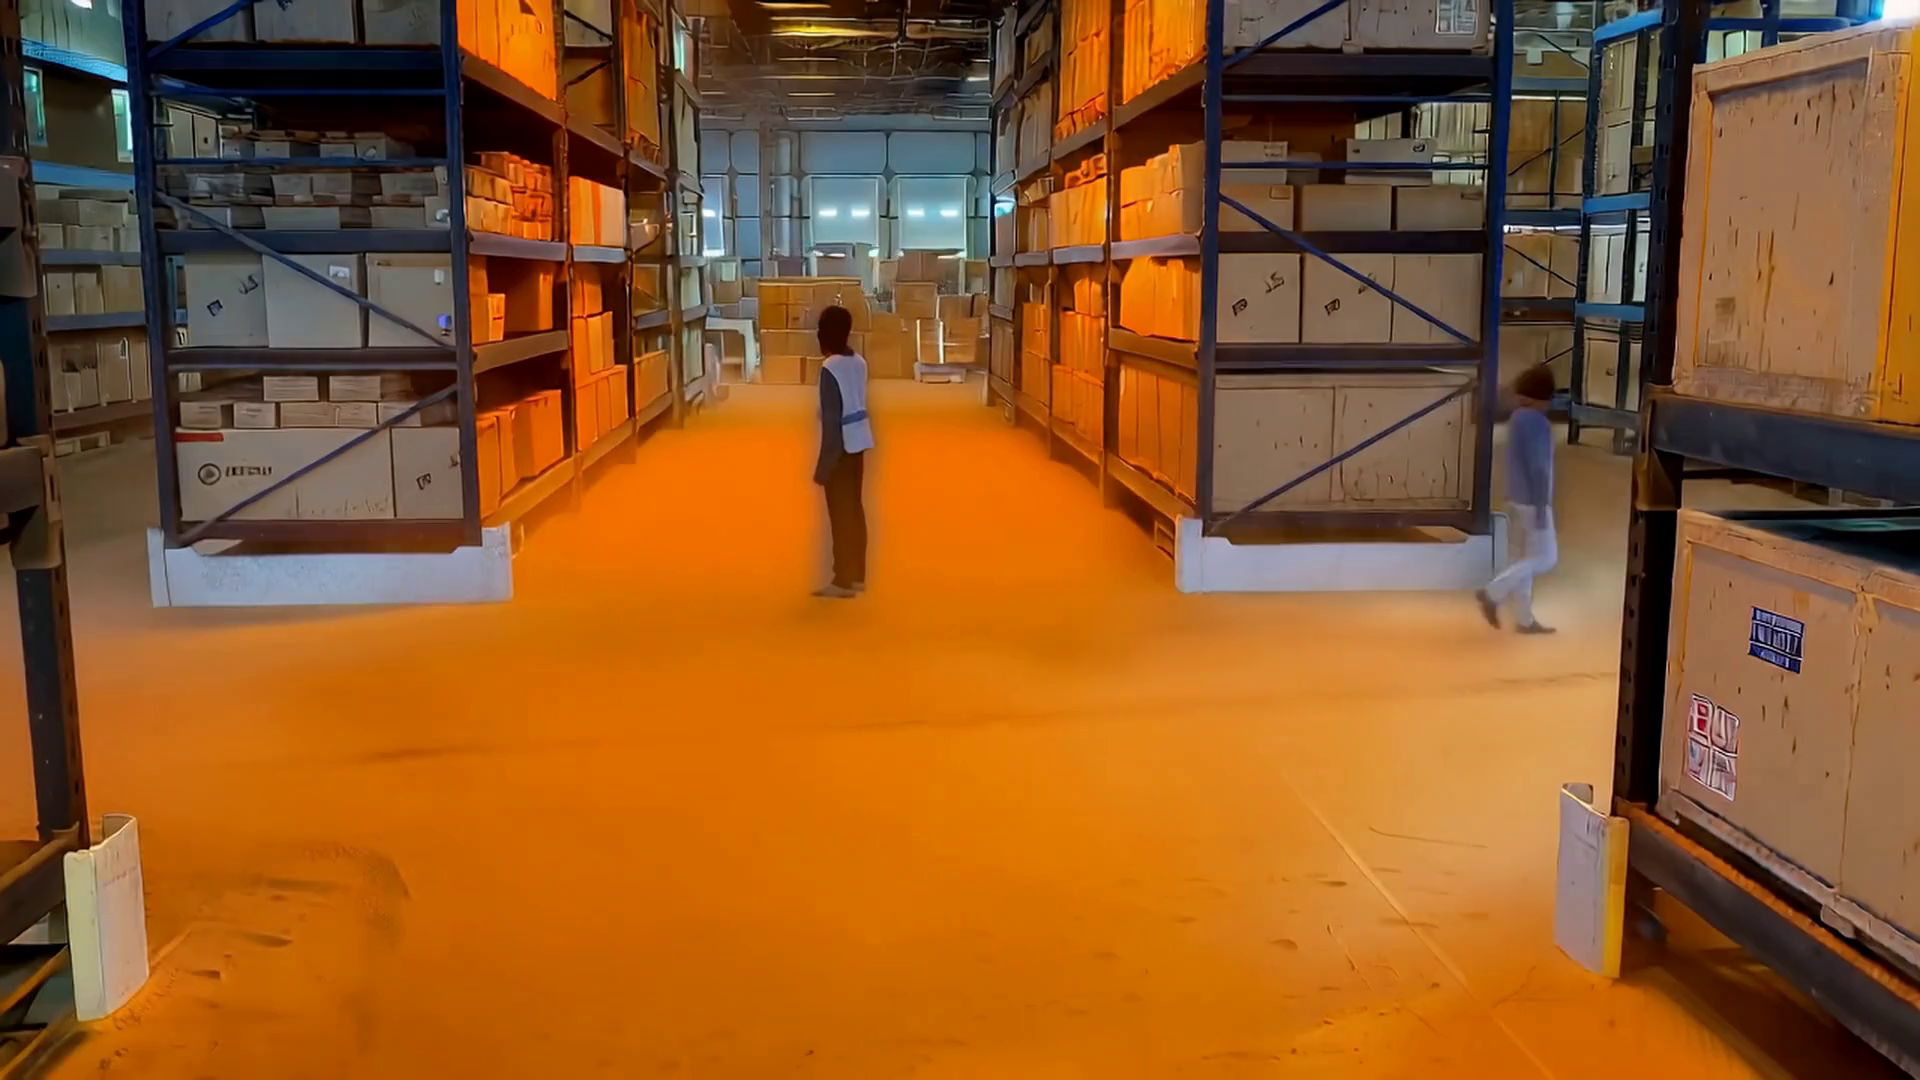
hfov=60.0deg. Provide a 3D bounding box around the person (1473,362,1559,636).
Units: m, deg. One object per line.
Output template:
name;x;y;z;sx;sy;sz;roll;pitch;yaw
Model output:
person;3.268;-0.222;9.659;0.467;1.619;0.506;0;9;-2

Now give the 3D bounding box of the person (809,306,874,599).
person;-0.779;-0.569;10.916;0.393;1.920;0.591;3;9;16

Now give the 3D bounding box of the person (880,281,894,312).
person;-2.557;-8.009;57.619;0.454;1.918;0.651;-7;11;-36

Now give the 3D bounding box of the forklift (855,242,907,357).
forklift;-2.109;-5.143;36.625;1.873;2.768;1.129;-1;9;-5

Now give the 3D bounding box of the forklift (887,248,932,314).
forklift;-1.126;-6.429;44.700;1.873;2.768;1.129;6;11;33

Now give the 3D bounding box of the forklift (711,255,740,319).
forklift;-8.400;-8.787;59.502;1.129;2.768;1.873;-1;9;-4

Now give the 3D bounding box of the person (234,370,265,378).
person;-9.167;-2.274;21.647;0.619;1.918;0.988;-1;9;-7
